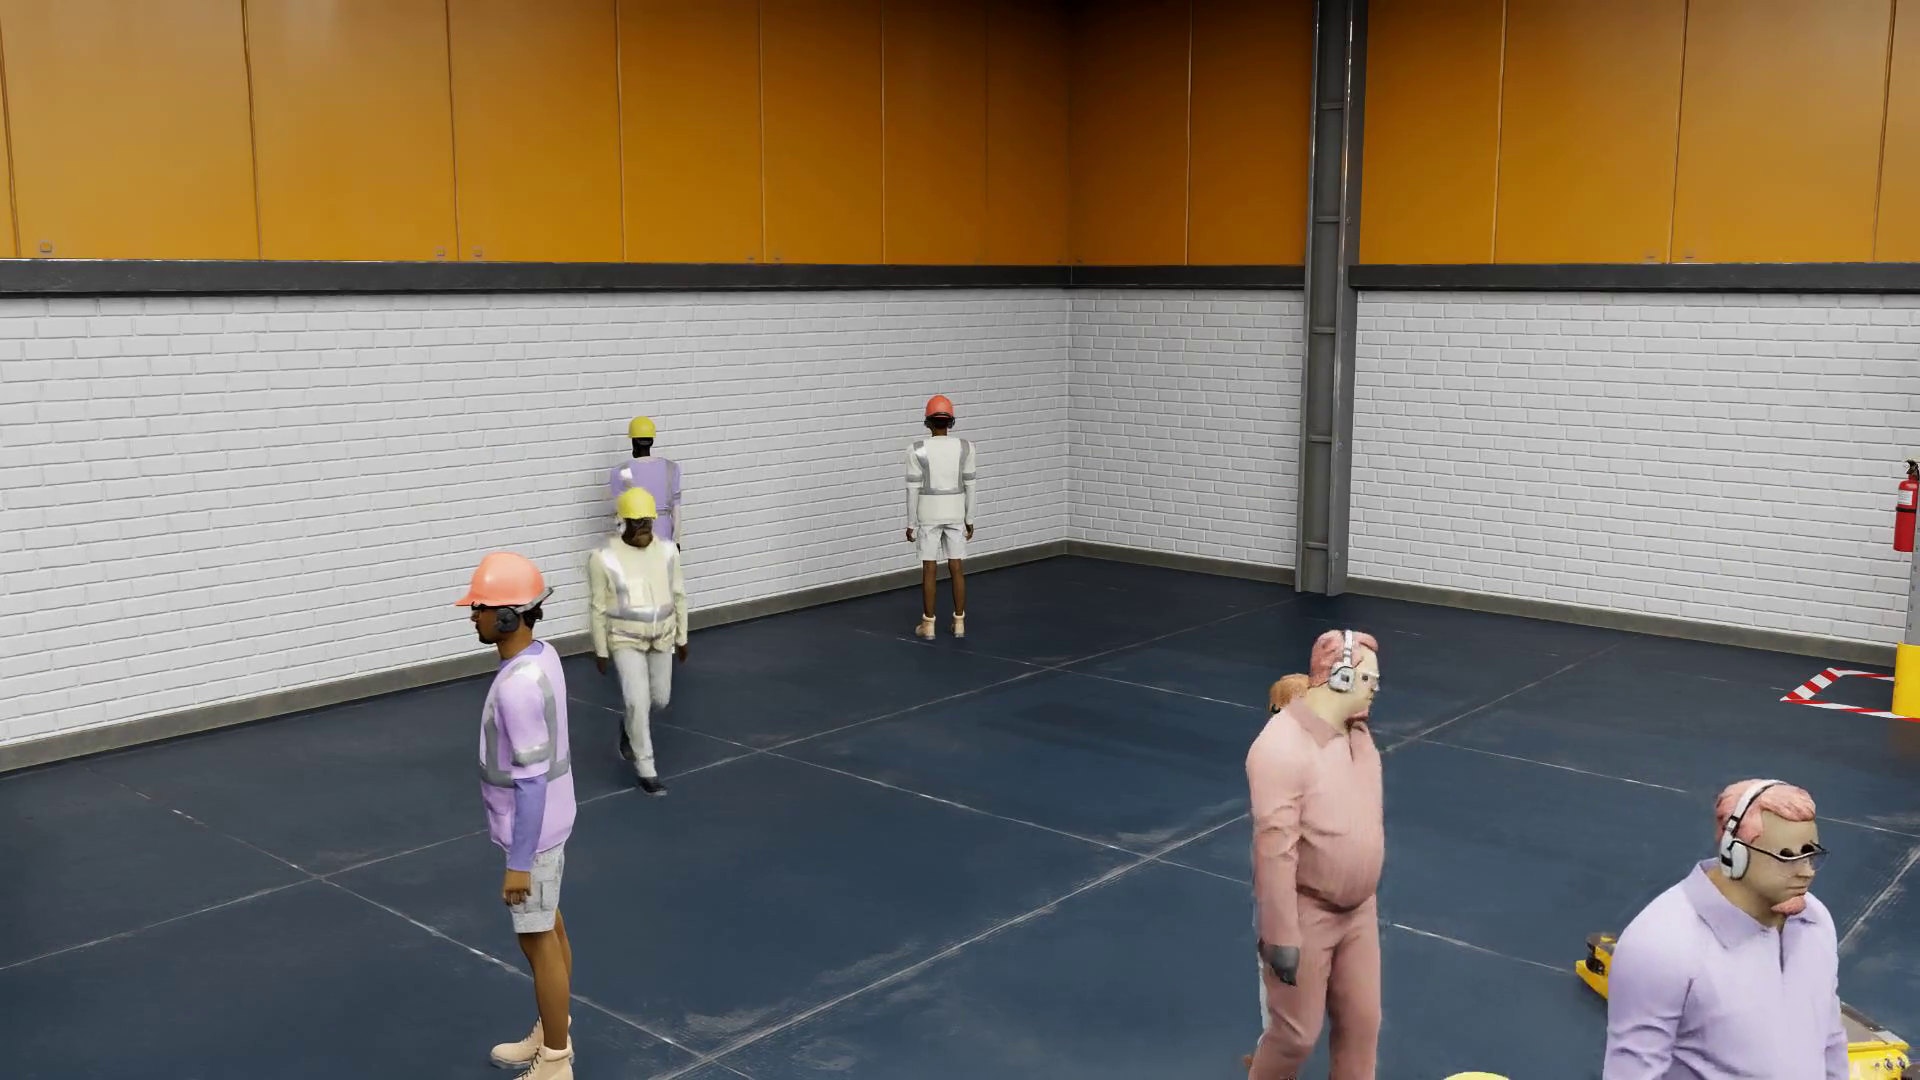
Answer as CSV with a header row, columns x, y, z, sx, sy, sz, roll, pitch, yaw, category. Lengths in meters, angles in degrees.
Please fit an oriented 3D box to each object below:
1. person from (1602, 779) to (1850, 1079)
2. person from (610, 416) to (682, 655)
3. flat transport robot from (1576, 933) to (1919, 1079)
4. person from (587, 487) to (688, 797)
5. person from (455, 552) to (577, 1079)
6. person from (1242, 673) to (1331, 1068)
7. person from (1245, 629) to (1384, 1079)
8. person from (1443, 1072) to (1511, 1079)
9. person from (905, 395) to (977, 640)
x,y,z,sx,sy,sz,roll,pitch,yaw,category
1.830,1.477,3.897,0.673,1.887,0.467,-5,10,-29,person
-2.489,-0.017,13.175,0.585,1.929,0.370,-6,11,-31,person
3.079,1.874,6.486,0.652,0.197,1.431,-2,9,-9,flat transport robot
-1.927,0.566,9.917,0.598,1.810,0.770,-7,11,-37,person
-1.608,1.053,6.095,0.389,2.045,0.606,-1,9,-8,person
1.273,1.276,6.092,0.515,1.618,0.554,-4,10,-22,person
1.223,1.249,5.500,0.668,1.903,0.550,-8,12,-41,person
0.781,1.697,2.610,1.009,1.860,0.598,4,10,24,person
-0.170,-0.186,13.880,0.608,2.044,0.370,-3,9,-16,person
